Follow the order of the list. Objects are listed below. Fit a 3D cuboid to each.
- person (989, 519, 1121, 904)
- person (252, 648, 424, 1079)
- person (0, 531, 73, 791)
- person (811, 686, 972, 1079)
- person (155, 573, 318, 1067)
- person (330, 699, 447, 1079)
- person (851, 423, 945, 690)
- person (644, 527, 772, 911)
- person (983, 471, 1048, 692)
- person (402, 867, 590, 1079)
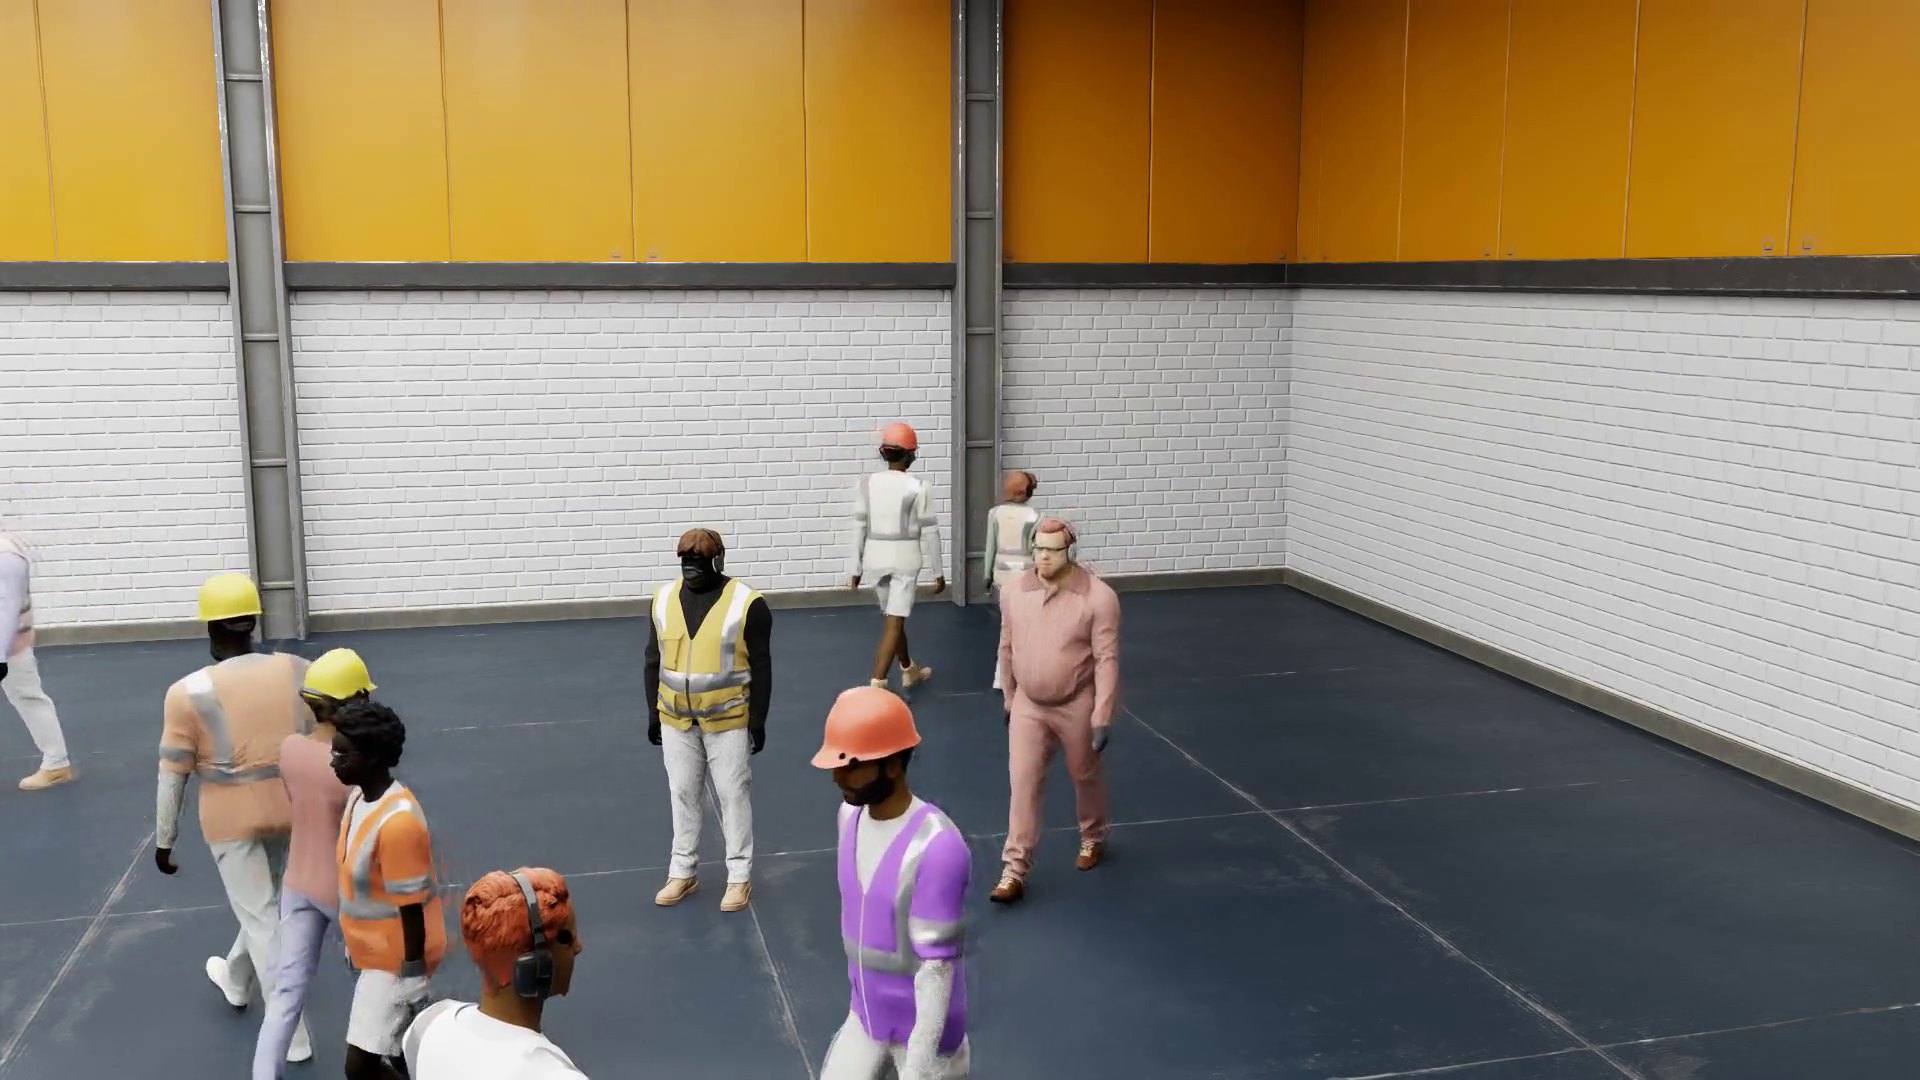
[{"bbox_3d":[0.472,0.808,8.200,0.664,1.851,1.036,4,10,23],"label":"person"},{"bbox_3d":[-2.214,1.233,5.968,0.530,1.715,0.940,5,10,27],"label":"person"},{"bbox_3d":[-5.621,0.621,9.536,0.650,1.789,0.944,6,11,35],"label":"person"},{"bbox_3d":[-0.208,1.346,4.631,0.592,1.913,0.555,-8,12,-41],"label":"person"},{"bbox_3d":[-2.842,1.060,6.500,0.943,1.880,0.617,7,11,37],"label":"person"},{"bbox_3d":[-1.857,1.340,5.385,0.374,1.681,0.550,-6,11,-31],"label":"person"},{"bbox_3d":[-0.447,0.171,11.761,0.634,1.992,1.052,5,10,28],"label":"person"},{"bbox_3d":[-1.217,0.851,7.948,0.634,1.842,0.429,2,9,14],"label":"person"},{"bbox_3d":[0.443,0.291,12.229,0.543,1.588,0.876,6,11,33],"label":"person"},{"bbox_3d":[-0.873,1.569,3.333,0.583,1.882,0.338,8,12,41],"label":"person"}]
